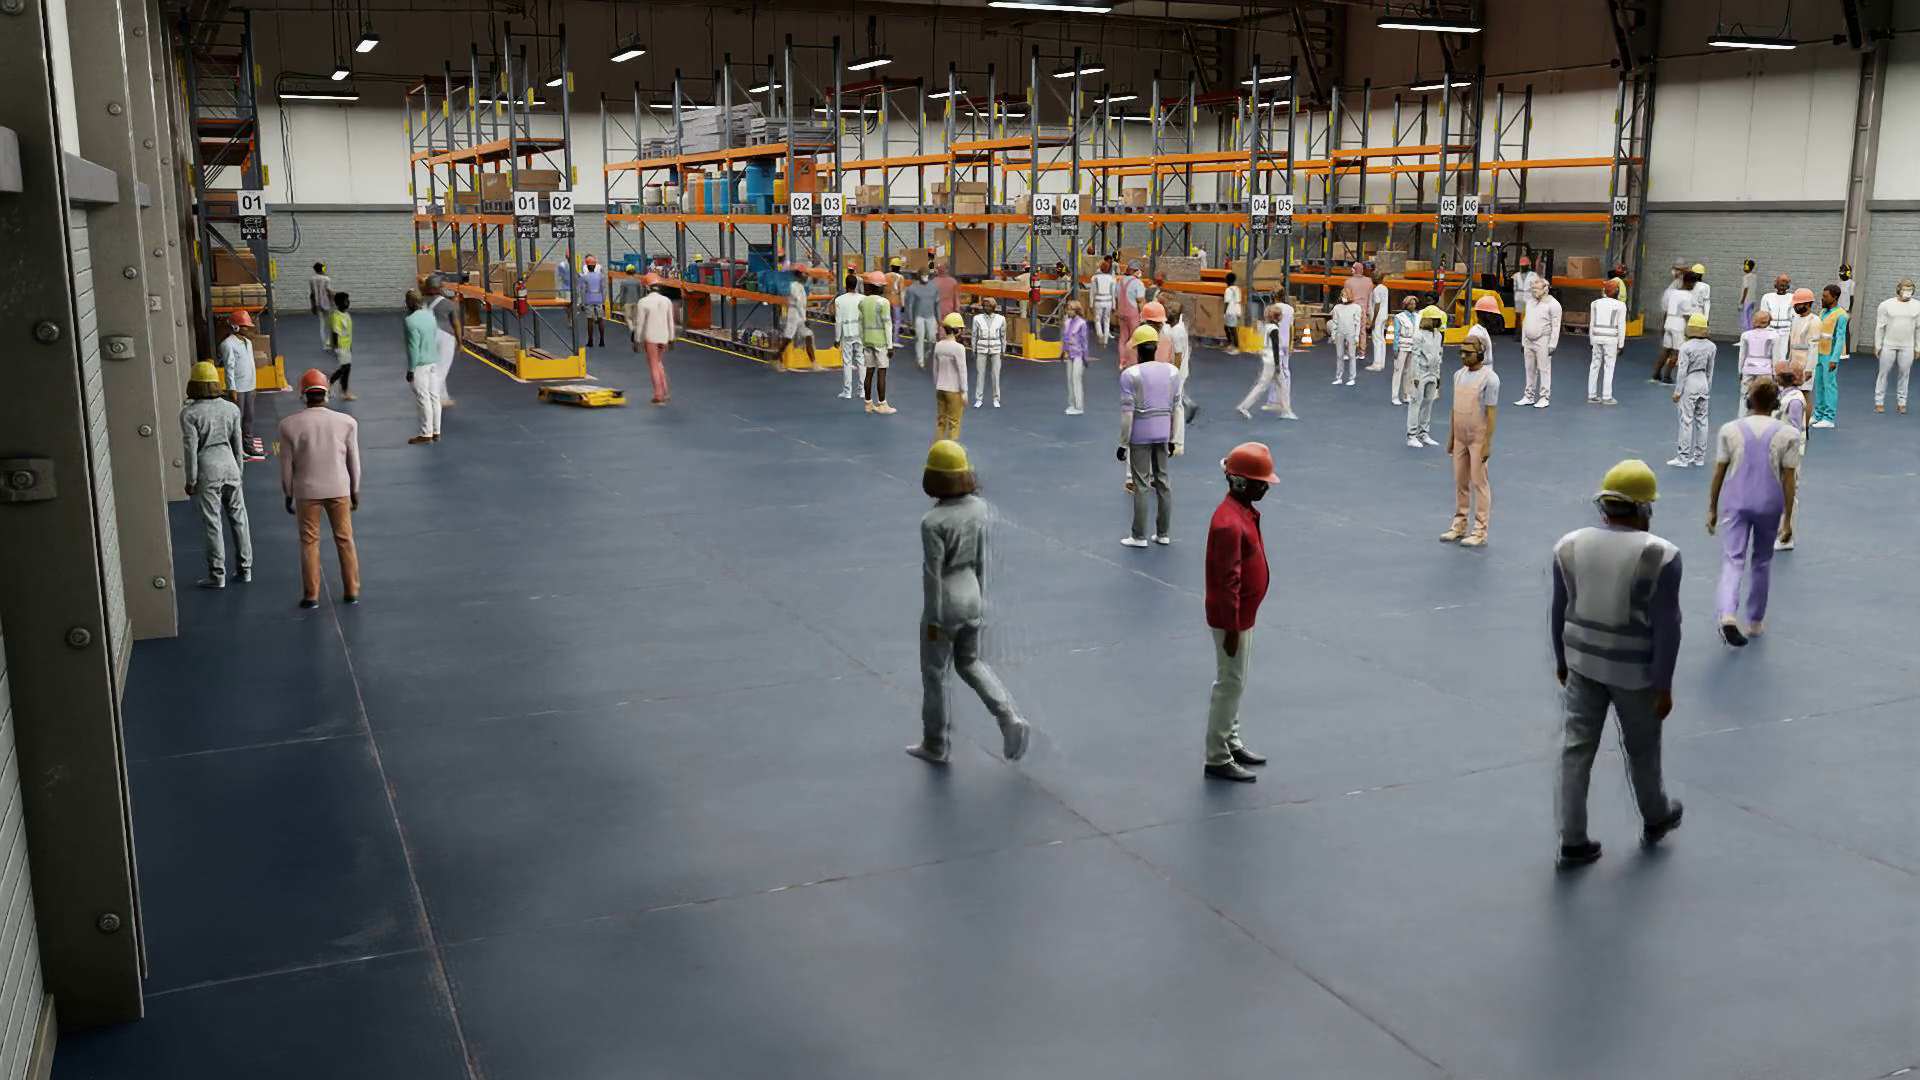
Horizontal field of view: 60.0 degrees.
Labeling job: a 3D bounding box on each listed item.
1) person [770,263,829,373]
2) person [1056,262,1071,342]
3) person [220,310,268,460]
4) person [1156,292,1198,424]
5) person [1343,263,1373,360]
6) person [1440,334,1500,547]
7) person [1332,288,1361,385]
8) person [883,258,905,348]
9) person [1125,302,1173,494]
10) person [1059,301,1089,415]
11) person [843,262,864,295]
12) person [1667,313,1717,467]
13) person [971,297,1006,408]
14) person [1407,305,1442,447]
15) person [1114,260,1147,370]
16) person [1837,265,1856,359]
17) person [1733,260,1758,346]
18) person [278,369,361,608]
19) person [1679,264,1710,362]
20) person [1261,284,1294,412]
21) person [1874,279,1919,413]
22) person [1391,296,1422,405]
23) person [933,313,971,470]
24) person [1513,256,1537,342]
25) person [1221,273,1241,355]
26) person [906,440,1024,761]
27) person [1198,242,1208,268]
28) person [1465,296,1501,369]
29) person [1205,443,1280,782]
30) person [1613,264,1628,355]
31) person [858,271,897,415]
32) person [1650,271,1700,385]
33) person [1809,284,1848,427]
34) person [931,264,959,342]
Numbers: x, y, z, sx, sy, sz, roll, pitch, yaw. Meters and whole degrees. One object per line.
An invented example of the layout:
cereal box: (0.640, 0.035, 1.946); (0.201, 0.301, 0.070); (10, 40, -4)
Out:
person: (-2.946, -3.985, 29.979); (1.094, 1.971, 0.636); (2, 11, 10)
person: (2.170, -4.936, 35.093); (0.326, 1.861, 0.504); (-5, 12, -24)
person: (-8.405, -1.814, 19.512); (0.350, 1.743, 0.564); (1, 11, 6)
person: (2.852, -2.436, 22.486); (0.684, 1.824, 0.568); (10, 15, 41)
person: (7.755, -4.477, 32.625); (0.644, 1.908, 0.408); (-5, 12, -22)
person: (4.438, -0.866, 14.449); (0.348, 1.841, 0.501); (-5, 12, -25)
person: (6.484, -3.415, 27.950); (0.495, 1.624, 0.280); (7, 13, 32)
person: (-1.405, -5.096, 35.760); (0.591, 1.917, 0.414); (9, 14, 38)
person: (1.958, -1.450, 17.068); (0.618, 1.982, 0.405); (-8, 14, -34)
person: (1.664, -2.621, 23.906); (0.367, 1.623, 0.519); (-4, 12, -19)
person: (-2.461, -5.461, 38.016); (0.563, 1.751, 0.342); (2, 11, 10)
person: (8.348, -1.707, 18.968); (0.487, 1.744, 0.294); (-4, 12, -19)
person: (0.428, -2.777, 24.674); (0.521, 1.636, 0.311); (0, 11, 2)
person: (5.779, -2.024, 20.573); (0.483, 1.745, 0.306); (-8, 14, -35)
person: (3.166, -4.109, 30.413); (0.536, 2.000, 0.684); (-8, 14, -36)
person: (17.530, -4.527, 33.014); (0.322, 1.861, 0.513); (-1, 11, -5)
person: (17.080, -5.142, 36.105); (0.535, 1.868, 0.309); (-9, 14, -37)
person: (-4.699, -0.381, 12.231); (0.561, 1.743, 0.355); (-7, 13, -30)
person: (13.642, -4.153, 30.925); (0.371, 1.927, 0.588); (-10, 15, -41)
person: (4.602, -2.780, 24.158); (0.507, 1.846, 0.351); (-6, 12, -26)
person: (13.540, -2.789, 23.995); (0.631, 1.932, 0.362); (4, 12, 20)
person: (6.735, -2.853, 25.056); (0.523, 1.638, 0.310); (-5, 12, -26)
person: (-0.083, -1.664, 18.693); (0.330, 1.765, 0.533); (-9, 14, -37)
person: (12.710, -5.427, 37.434); (0.547, 1.918, 0.749); (6, 13, 28)
person: (5.506, -4.590, 33.786); (0.542, 1.656, 0.614); (6, 13, 30)
person: (0.001, 0.339, 8.596); (0.640, 1.726, 0.493); (10, 15, 42)
person: (8.033, -8.907, 55.147); (0.406, 1.907, 0.650); (-4, 12, -22)
person: (5.962, -1.823, 19.063); (0.369, 1.933, 0.551); (3, 12, 17)
person: (1.428, 0.363, 8.462); (0.354, 1.737, 0.574); (3, 12, 16)
person: (13.384, -4.699, 33.907); (0.387, 1.846, 0.566); (6, 12, 26)
person: (-1.183, -2.819, 23.854); (0.605, 2.044, 0.374); (10, 15, 40)
person: (12.004, -3.535, 27.794); (0.443, 1.922, 0.667); (-3, 11, -13)
person: (11.705, -2.477, 22.434); (0.391, 1.920, 0.593); (0, 11, -1)
person: (-0.374, -4.571, 33.247); (0.669, 1.854, 1.066); (-4, 12, -18)
